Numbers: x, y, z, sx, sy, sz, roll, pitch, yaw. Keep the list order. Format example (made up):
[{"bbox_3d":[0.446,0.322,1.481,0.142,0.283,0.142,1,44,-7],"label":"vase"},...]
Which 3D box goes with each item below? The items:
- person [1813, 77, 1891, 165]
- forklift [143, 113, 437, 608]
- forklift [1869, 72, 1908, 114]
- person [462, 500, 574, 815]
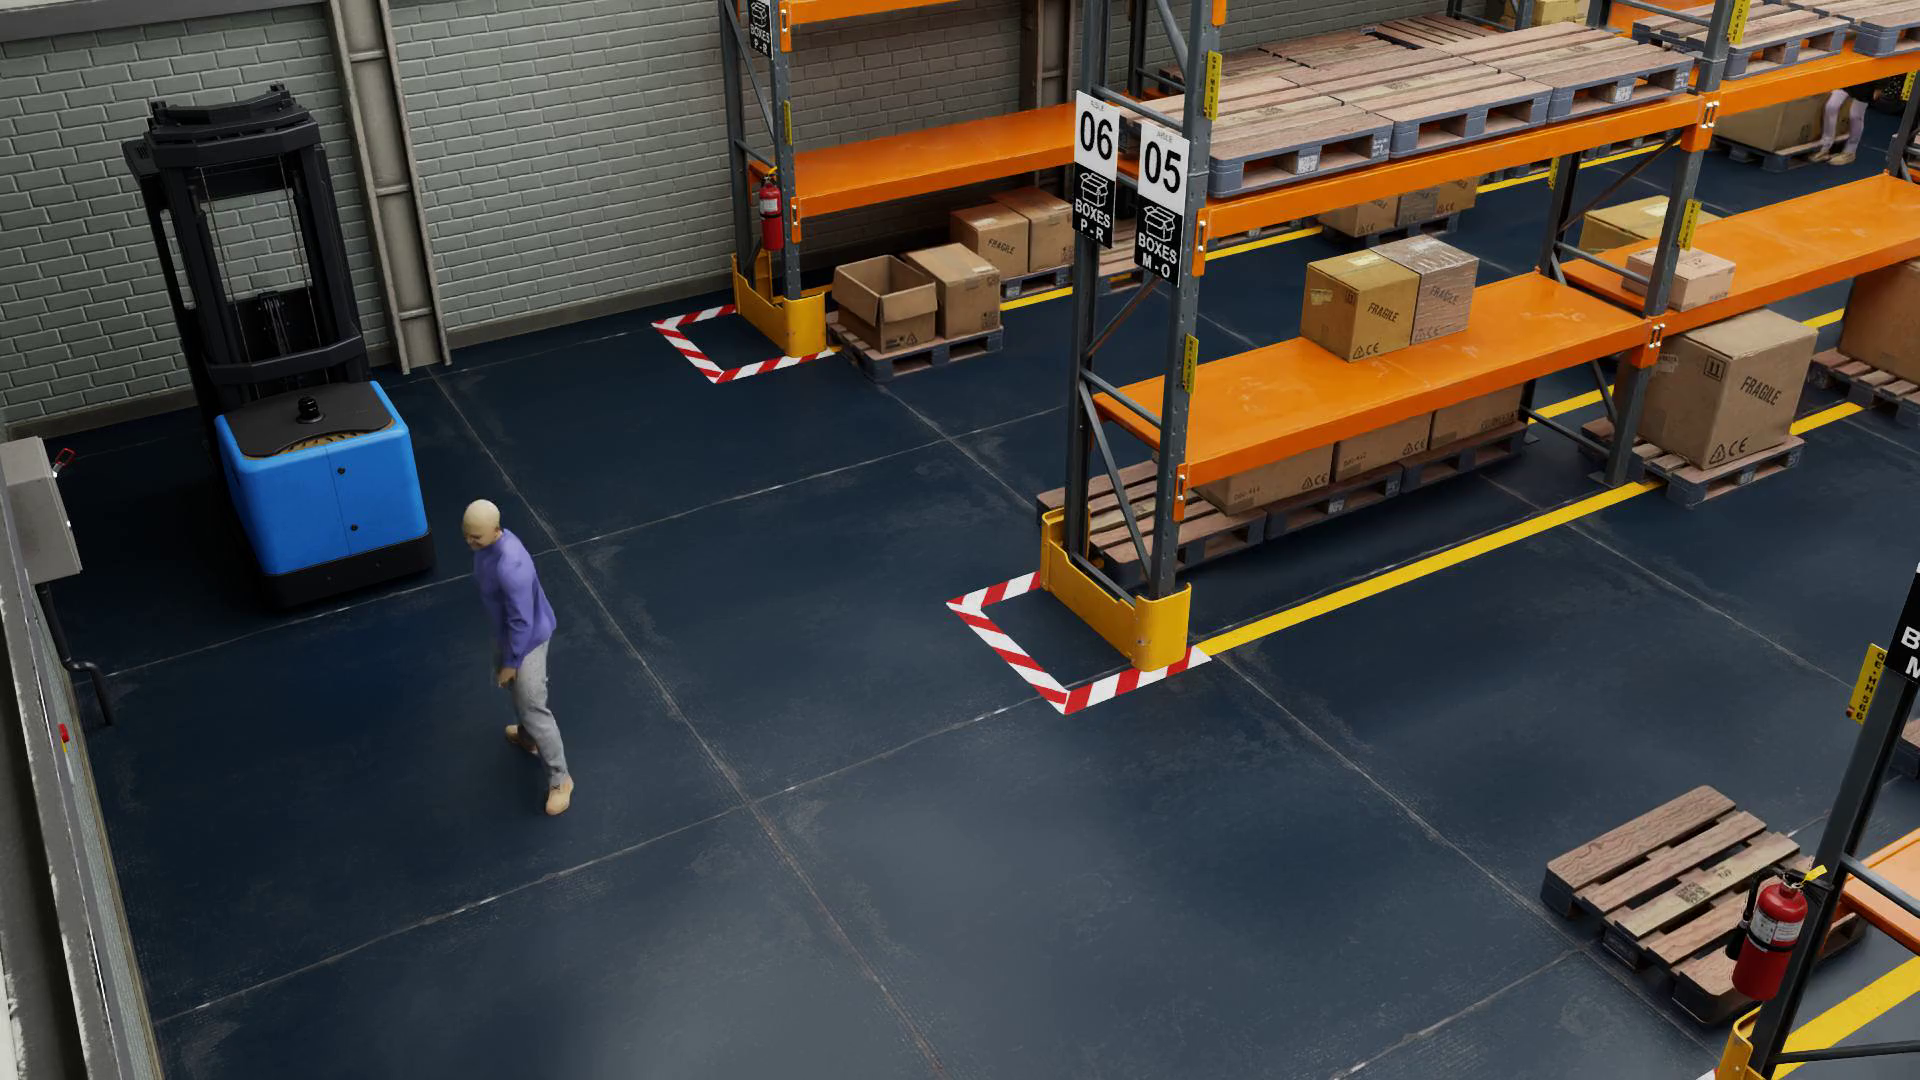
[{"bbox_3d":[9.295,-4.752,17.143,0.486,1.825,0.563,-12,34,-18],"label":"person"},{"bbox_3d":[-4.289,-1.259,10.509,1.129,2.768,1.873,-17,36,-26],"label":"forklift"},{"bbox_3d":[11.468,-5.645,18.244,1.214,2.155,2.313,-17,36,-26],"label":"forklift"},{"bbox_3d":[-2.306,0.515,8.697,0.390,1.770,0.821,-17,36,-26],"label":"person"}]
